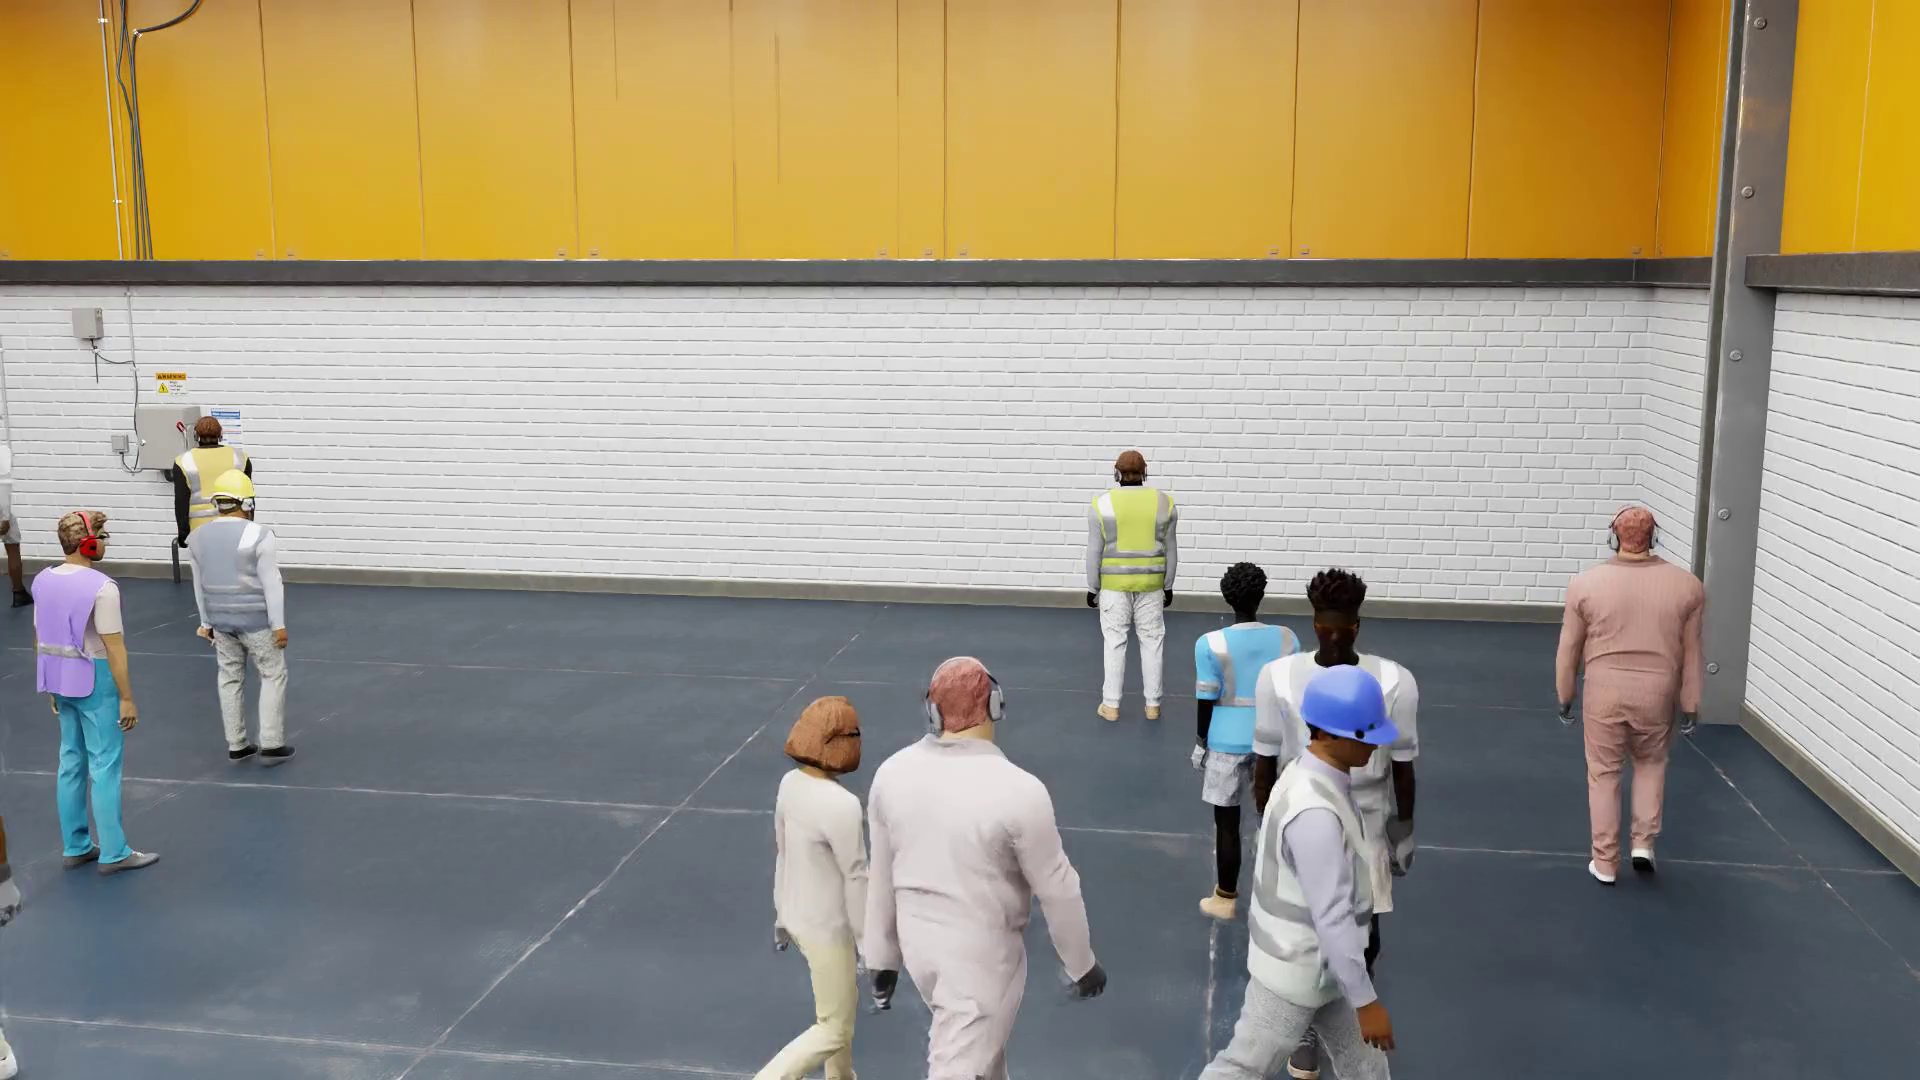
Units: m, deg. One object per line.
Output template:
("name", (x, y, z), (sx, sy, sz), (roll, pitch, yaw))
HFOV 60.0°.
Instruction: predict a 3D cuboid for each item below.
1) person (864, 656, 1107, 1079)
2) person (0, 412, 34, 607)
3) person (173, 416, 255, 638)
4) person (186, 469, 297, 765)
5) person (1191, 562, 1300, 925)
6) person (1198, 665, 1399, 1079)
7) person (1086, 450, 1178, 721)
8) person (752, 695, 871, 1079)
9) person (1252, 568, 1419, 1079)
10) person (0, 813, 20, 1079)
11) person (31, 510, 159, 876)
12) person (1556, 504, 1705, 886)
("person", (0.040, 1.287, 5.138), (0.657, 1.848, 0.975), (9, 13, 43))
("person", (-8.614, -0.279, 14.668), (0.546, 1.904, 0.939), (1, 9, 4))
("person", (-6.169, -0.110, 13.788), (0.619, 1.845, 0.430), (-7, 11, -35))
("person", (-4.391, 0.484, 10.173), (0.614, 1.823, 0.403), (2, 9, 14))
("person", (1.322, 0.942, 7.731), (0.536, 1.699, 0.322), (-3, 10, -16))
("person", (1.054, 1.286, 5.113), (1.076, 1.886, 0.596), (3, 10, 19))
("person", (1.151, 0.309, 11.226), (0.621, 1.838, 0.429), (-1, 9, -4))
("person", (-0.521, 1.323, 5.654), (0.653, 1.606, 0.489), (-5, 10, -27))
("person", (1.406, 1.049, 6.287), (0.610, 1.950, 0.459), (3, 10, 15))
("person", (-3.637, 1.203, 5.753), (0.539, 1.818, 0.960), (1, 9, 7))
("person", (-4.389, 0.769, 8.350), (0.570, 1.843, 0.372), (4, 10, 25))
("person", (3.294, 0.767, 8.230), (0.672, 1.886, 0.455), (2, 10, 14))
